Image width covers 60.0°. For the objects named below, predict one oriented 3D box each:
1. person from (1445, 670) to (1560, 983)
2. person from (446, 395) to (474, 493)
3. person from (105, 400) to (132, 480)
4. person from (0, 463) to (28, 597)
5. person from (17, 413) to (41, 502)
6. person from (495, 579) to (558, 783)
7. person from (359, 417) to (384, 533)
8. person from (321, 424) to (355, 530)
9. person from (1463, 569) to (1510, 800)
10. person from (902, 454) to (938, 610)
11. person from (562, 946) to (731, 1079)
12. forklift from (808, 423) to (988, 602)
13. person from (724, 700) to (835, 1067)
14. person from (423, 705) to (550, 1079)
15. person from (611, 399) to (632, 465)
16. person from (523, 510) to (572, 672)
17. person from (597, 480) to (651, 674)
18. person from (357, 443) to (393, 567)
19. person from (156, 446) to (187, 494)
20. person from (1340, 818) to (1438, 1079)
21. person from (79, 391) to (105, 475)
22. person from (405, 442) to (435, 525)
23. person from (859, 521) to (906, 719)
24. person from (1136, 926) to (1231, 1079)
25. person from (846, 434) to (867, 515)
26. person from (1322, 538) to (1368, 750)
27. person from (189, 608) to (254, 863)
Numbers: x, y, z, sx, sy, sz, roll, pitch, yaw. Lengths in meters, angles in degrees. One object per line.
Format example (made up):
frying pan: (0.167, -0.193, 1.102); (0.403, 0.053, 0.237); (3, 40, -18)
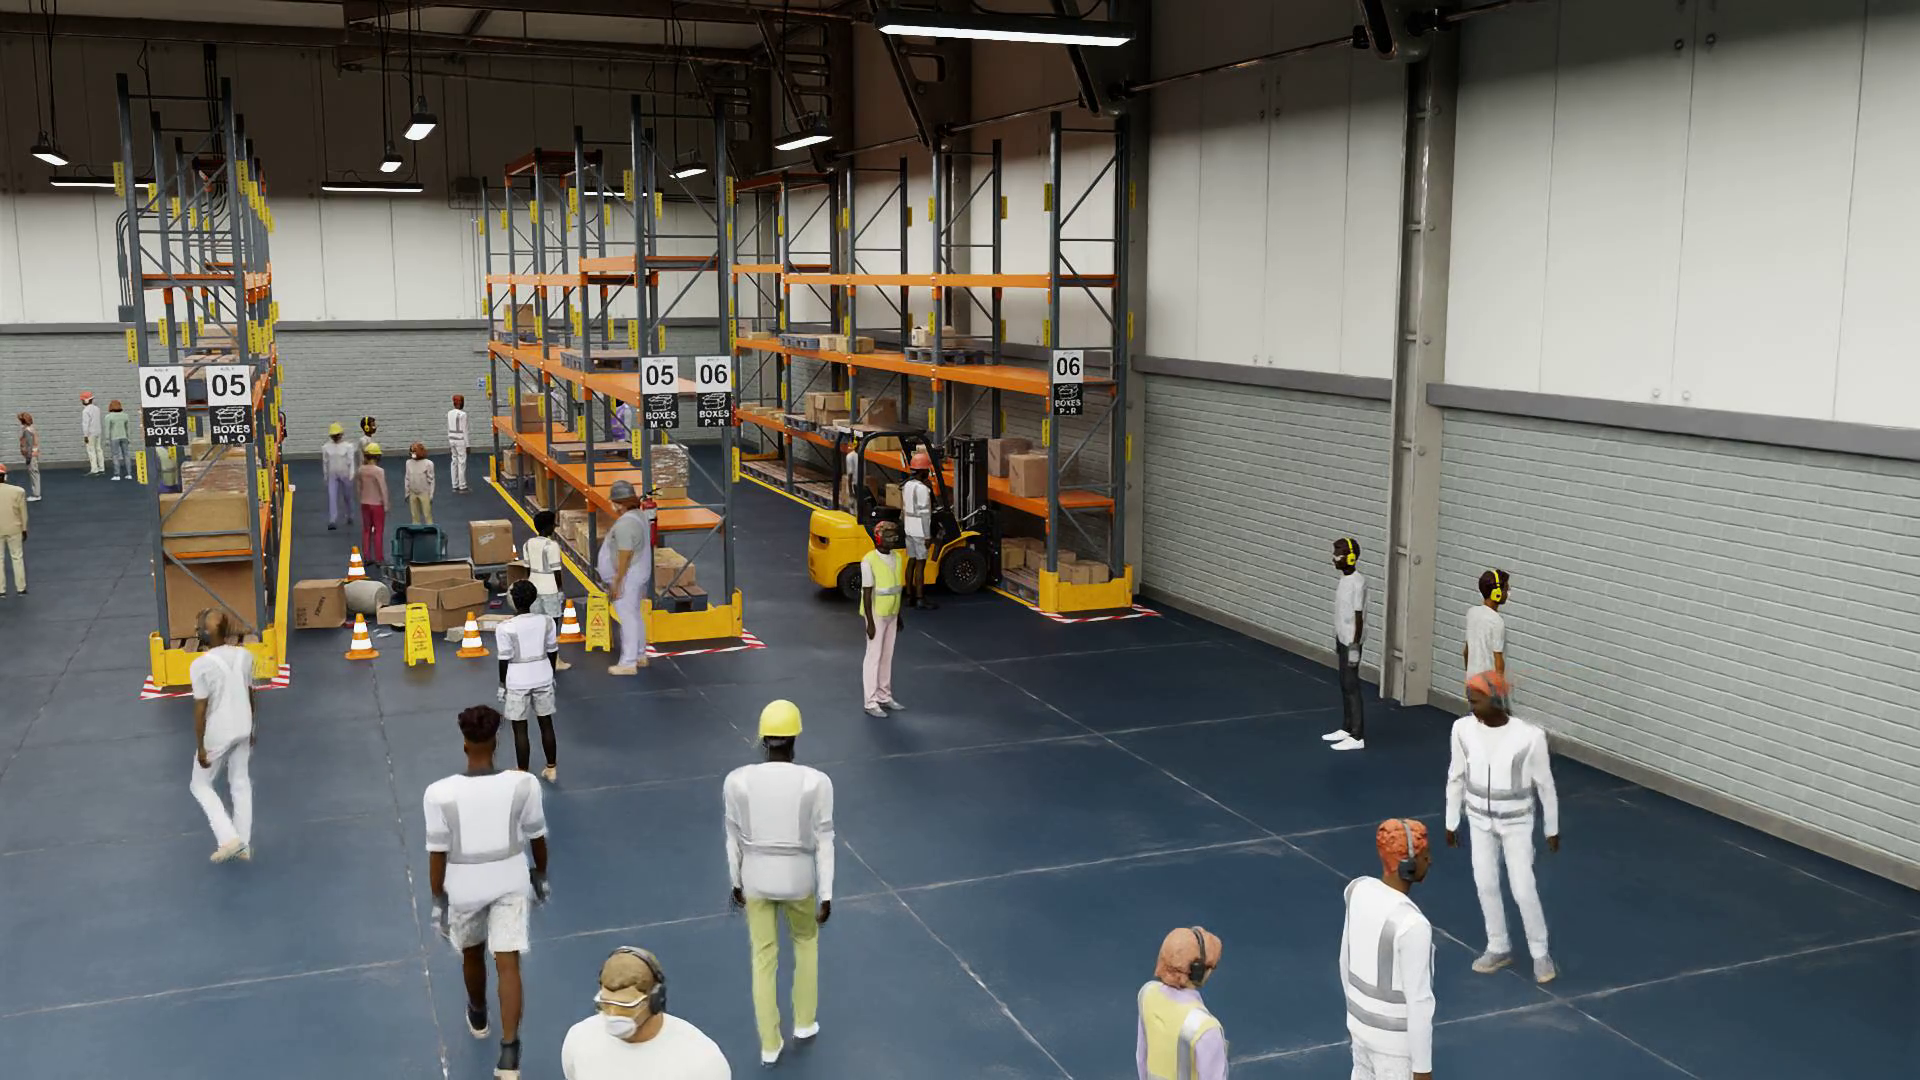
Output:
person: (3.171, 1.670, 9.772); (0.619, 1.837, 0.437); (8, 12, 40)
person: (-9.535, -1.828, 31.666); (0.575, 1.880, 0.358); (7, 11, 38)
person: (-17.038, -2.020, 33.671); (0.283, 1.626, 0.509); (6, 11, 34)
person: (-12.336, -0.134, 21.460); (0.553, 1.734, 0.382); (-5, 10, -30)
person: (-17.051, -1.522, 30.496); (0.314, 1.637, 0.514); (-4, 10, -24)
person: (-3.490, 1.159, 13.431); (0.538, 1.695, 0.319); (-8, 12, -40)
person: (-9.500, -1.051, 26.794); (0.327, 1.874, 0.520); (-3, 9, -18)
person: (-10.180, -1.049, 27.268); (0.530, 1.717, 0.919); (-1, 9, -8)
person: (4.112, 1.151, 12.941); (0.321, 1.871, 0.532); (-2, 9, -13)
person: (-0.501, -0.104, 20.619); (0.363, 1.939, 0.542); (-5, 10, -28)
person: (-1.064, 2.282, 5.644); (0.636, 1.931, 0.367); (4, 10, 21)
forklift: (-0.830, -0.399, 21.676); (2.313, 2.155, 1.214); (-4, 10, -21)
person: (-0.947, 1.786, 8.815); (0.592, 1.908, 0.631); (0, 9, 1)
person: (-2.458, 1.807, 8.704); (0.624, 1.910, 1.018); (-3, 10, -20)
person: (-6.771, -2.050, 33.206); (0.430, 1.833, 0.633); (-7, 12, -38)
person: (-4.331, 0.532, 17.389); (0.532, 1.692, 0.320); (7, 11, 36)
person: (-3.493, 0.375, 17.289); (0.536, 2.000, 0.699); (1, 9, 3)
person: (-8.323, -0.499, 23.653); (0.533, 1.767, 0.326); (5, 10, 29)
person: (-11.797, -0.771, 24.997); (0.516, 1.885, 0.634); (5, 10, 28)
person: (1.808, 2.086, 7.009); (0.338, 1.882, 0.583); (-3, 9, -16)
person: (-18.037, -2.211, 34.499); (0.349, 1.744, 0.569); (0, 9, 1)
person: (-8.182, -0.677, 25.185); (0.498, 1.633, 0.279); (2, 9, 15)
person: (-0.737, 0.729, 15.663); (0.395, 1.847, 0.564); (5, 11, 31)
person: (0.861, 2.295, 6.463); (0.309, 1.640, 0.513); (-5, 10, -29)
person: (-1.499, -0.664, 24.379); (0.309, 1.864, 0.535); (3, 10, 19)
person: (3.391, 0.902, 14.551); (0.322, 1.861, 0.513); (0, 9, -3)
person: (-5.157, 1.372, 11.656); (0.395, 1.830, 0.525); (5, 10, 30)
